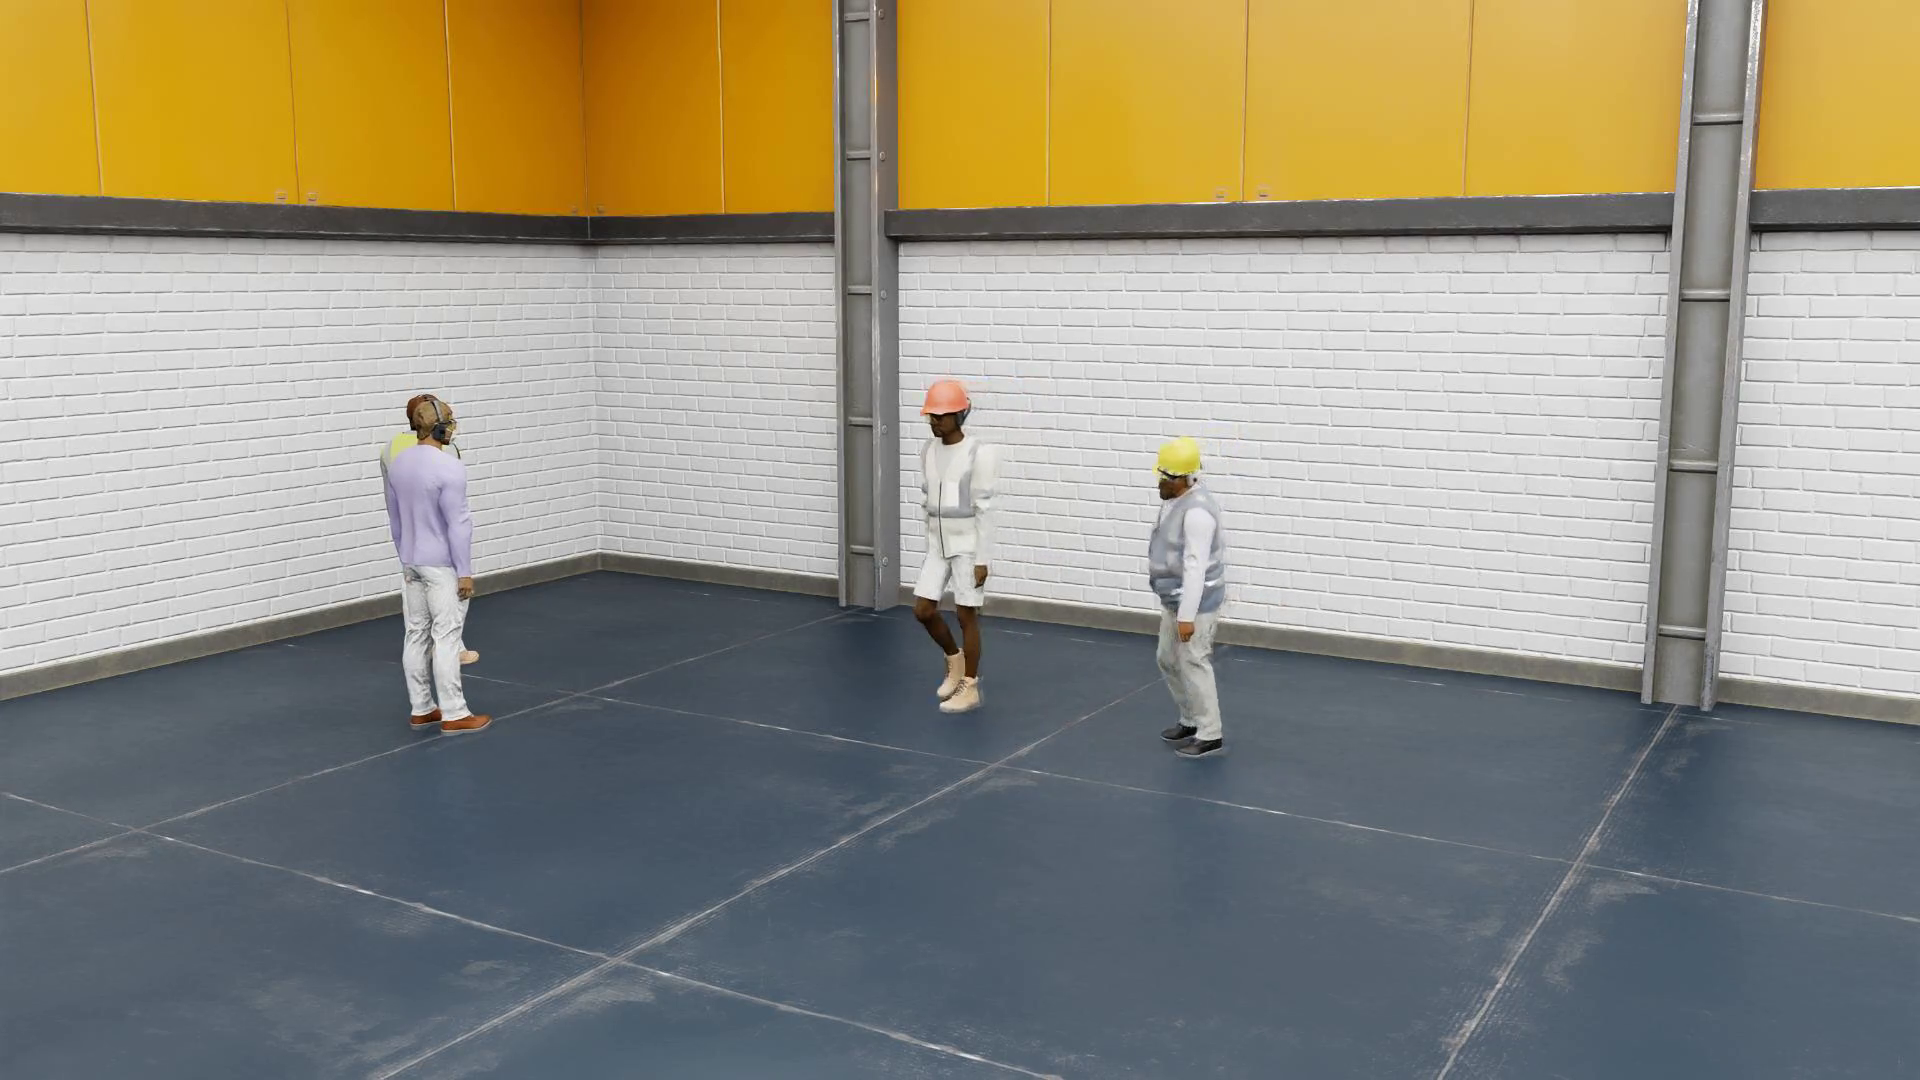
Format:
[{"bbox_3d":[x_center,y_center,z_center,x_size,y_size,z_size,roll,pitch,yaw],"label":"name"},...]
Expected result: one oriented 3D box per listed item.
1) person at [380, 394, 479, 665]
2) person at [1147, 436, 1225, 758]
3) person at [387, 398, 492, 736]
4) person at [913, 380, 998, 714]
[{"bbox_3d":[-3.568,-0.062,11.226,0.621,1.845,0.429,4,10,22],"label":"person"},{"bbox_3d":[1.231,0.317,9.019,0.503,1.788,0.615,-1,9,-9],"label":"person"},{"bbox_3d":[-3.021,0.155,9.573,0.629,1.940,0.376,7,11,36],"label":"person"},{"bbox_3d":[-0.045,0.052,9.979,0.604,2.026,0.449,8,12,41],"label":"person"}]
